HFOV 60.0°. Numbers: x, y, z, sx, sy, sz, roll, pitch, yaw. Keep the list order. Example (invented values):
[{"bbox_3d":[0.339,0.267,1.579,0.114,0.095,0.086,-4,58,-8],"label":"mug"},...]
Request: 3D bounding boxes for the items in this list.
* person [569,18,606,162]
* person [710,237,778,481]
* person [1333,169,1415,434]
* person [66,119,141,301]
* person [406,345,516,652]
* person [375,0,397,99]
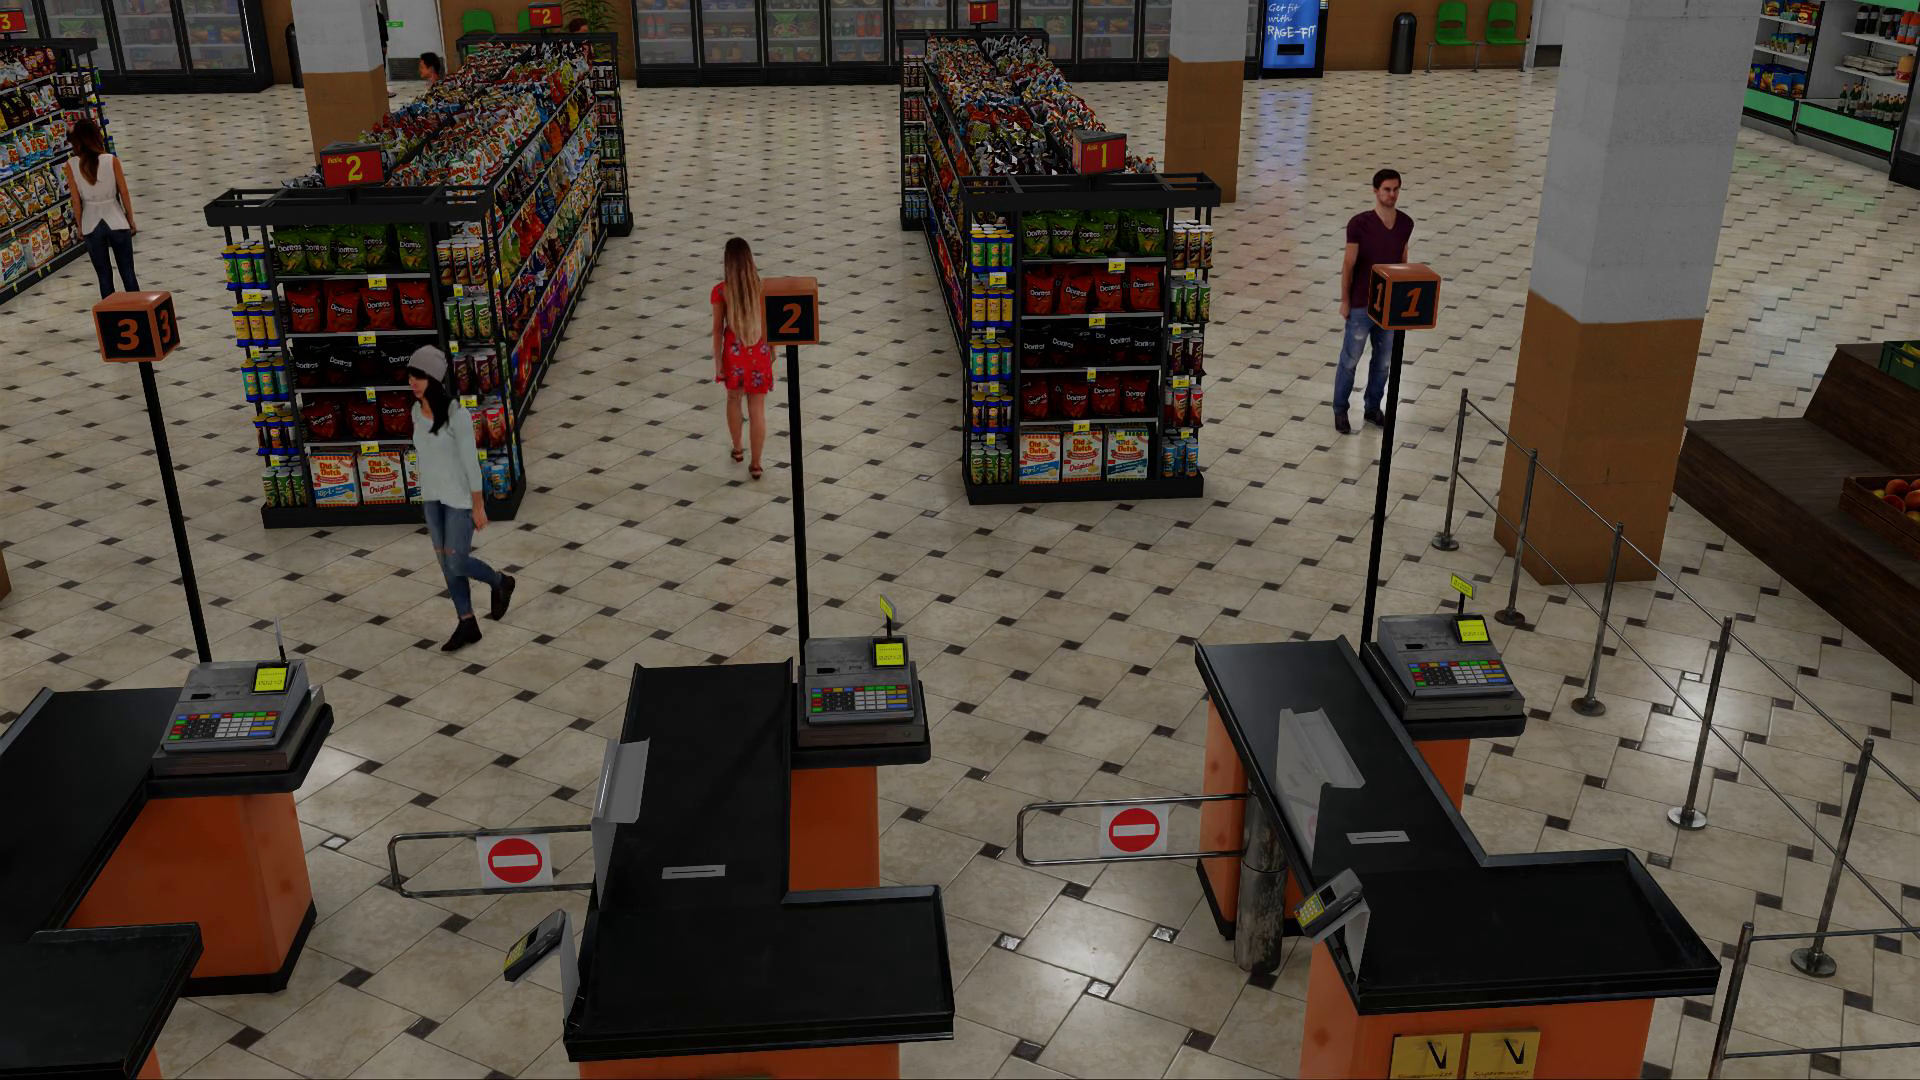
[{"bbox_3d":[-4.448,-5.134,19.507,0.903,1.903,0.874,8,25,18],"label":"person"},{"bbox_3d":[-1.387,-1.146,10.802,0.582,1.574,0.697,-3,24,-6],"label":"person"},{"bbox_3d":[2.908,-1.692,11.699,0.692,1.855,0.600,-5,24,-12],"label":"person"},{"bbox_3d":[-7.127,-2.605,13.872,0.672,1.785,0.651,-11,26,-24],"label":"person"},{"bbox_3d":[-2.585,-0.232,8.636,0.796,1.636,0.873,14,27,28],"label":"person"},{"bbox_3d":[-9.024,-7.641,25.593,0.771,1.615,0.815,15,28,30],"label":"person"}]
